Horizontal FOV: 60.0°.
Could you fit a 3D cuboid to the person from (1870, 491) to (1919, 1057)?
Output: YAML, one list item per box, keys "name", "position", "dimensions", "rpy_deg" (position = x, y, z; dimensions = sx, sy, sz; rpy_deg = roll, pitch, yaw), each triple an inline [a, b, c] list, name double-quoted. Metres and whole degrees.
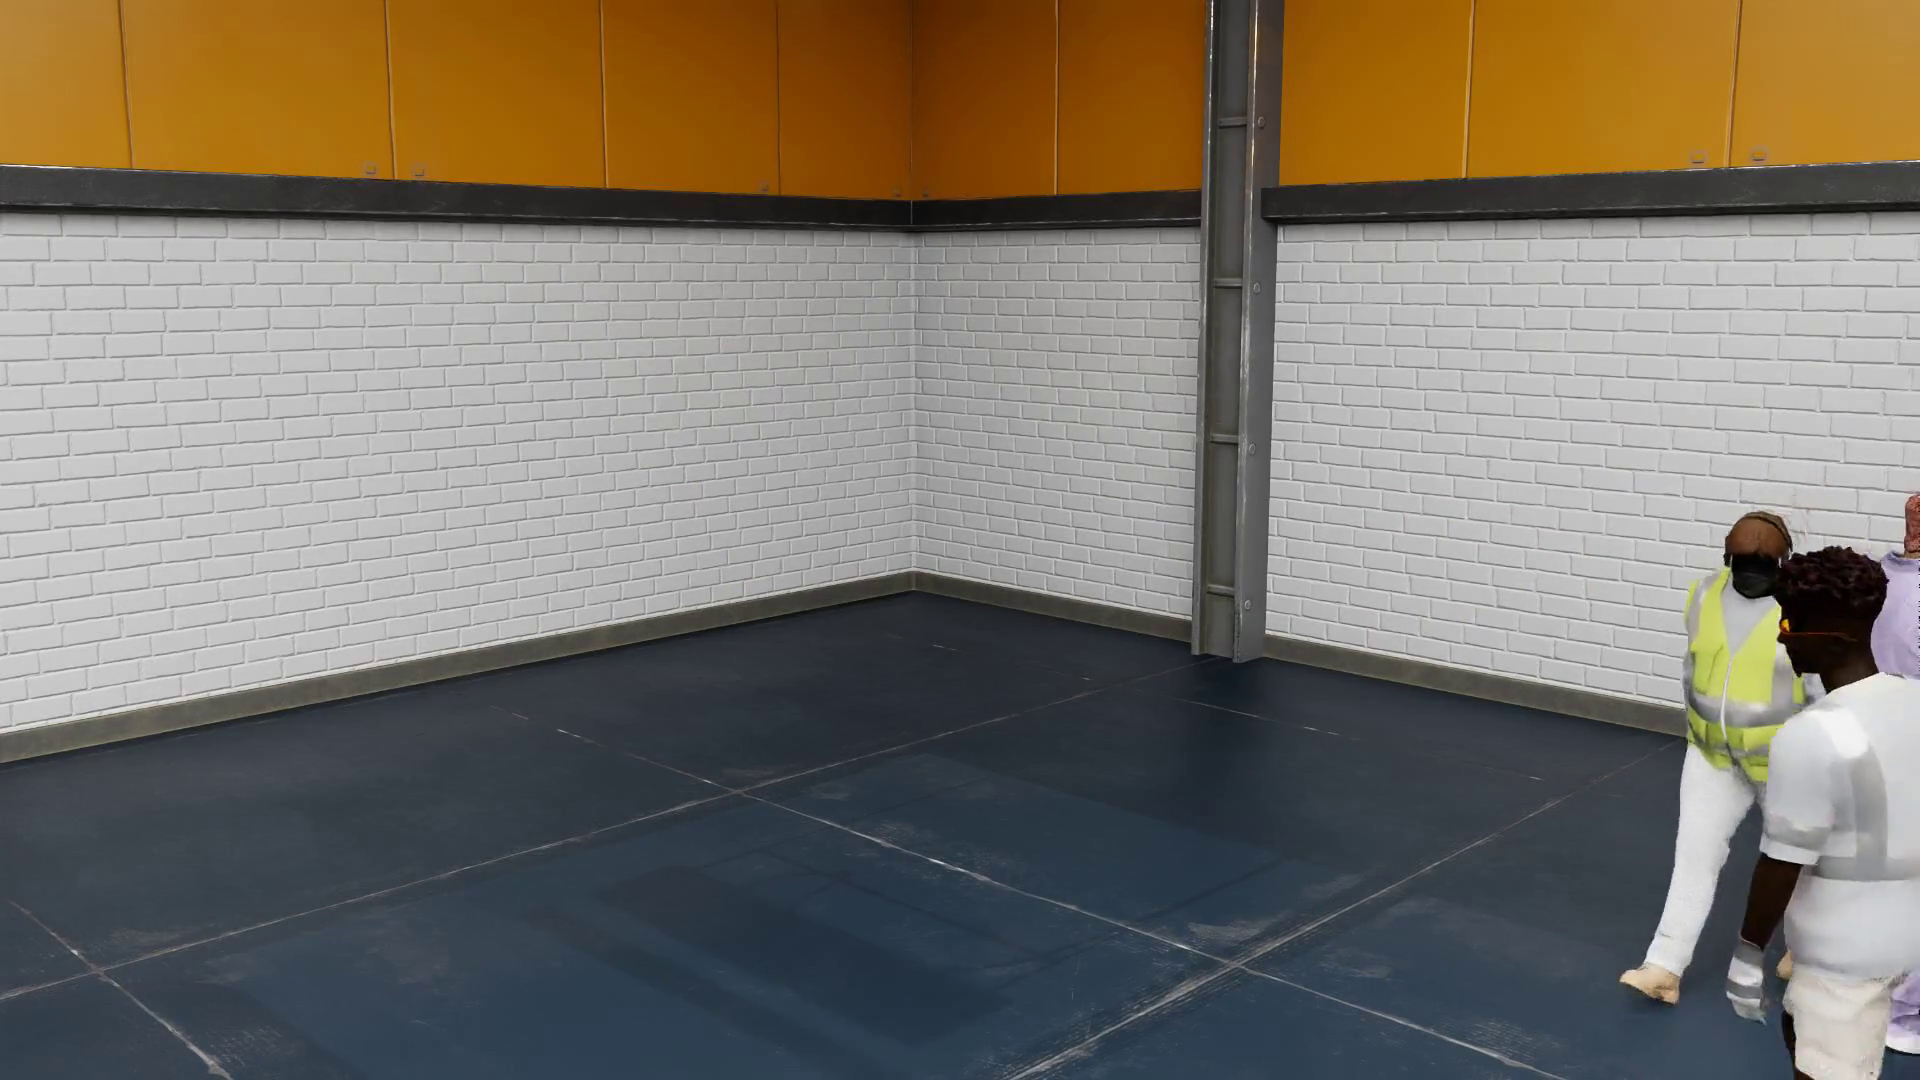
- name: "person"
  position: [3.214, 0.757, 5.582]
  dimensions: [0.400, 1.907, 0.644]
  rpy_deg: [-1, 9, -8]

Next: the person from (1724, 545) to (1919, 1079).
- name: "person"
  position: [2.159, 0.967, 4.197]
  dimensions: [0.644, 1.933, 0.740]
  rpy_deg: [-6, 11, -31]

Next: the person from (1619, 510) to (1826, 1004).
- name: "person"
  position: [2.827, 0.773, 5.936]
  dimensions: [1.043, 1.772, 0.649]
  rpy_deg: [-7, 12, -37]
